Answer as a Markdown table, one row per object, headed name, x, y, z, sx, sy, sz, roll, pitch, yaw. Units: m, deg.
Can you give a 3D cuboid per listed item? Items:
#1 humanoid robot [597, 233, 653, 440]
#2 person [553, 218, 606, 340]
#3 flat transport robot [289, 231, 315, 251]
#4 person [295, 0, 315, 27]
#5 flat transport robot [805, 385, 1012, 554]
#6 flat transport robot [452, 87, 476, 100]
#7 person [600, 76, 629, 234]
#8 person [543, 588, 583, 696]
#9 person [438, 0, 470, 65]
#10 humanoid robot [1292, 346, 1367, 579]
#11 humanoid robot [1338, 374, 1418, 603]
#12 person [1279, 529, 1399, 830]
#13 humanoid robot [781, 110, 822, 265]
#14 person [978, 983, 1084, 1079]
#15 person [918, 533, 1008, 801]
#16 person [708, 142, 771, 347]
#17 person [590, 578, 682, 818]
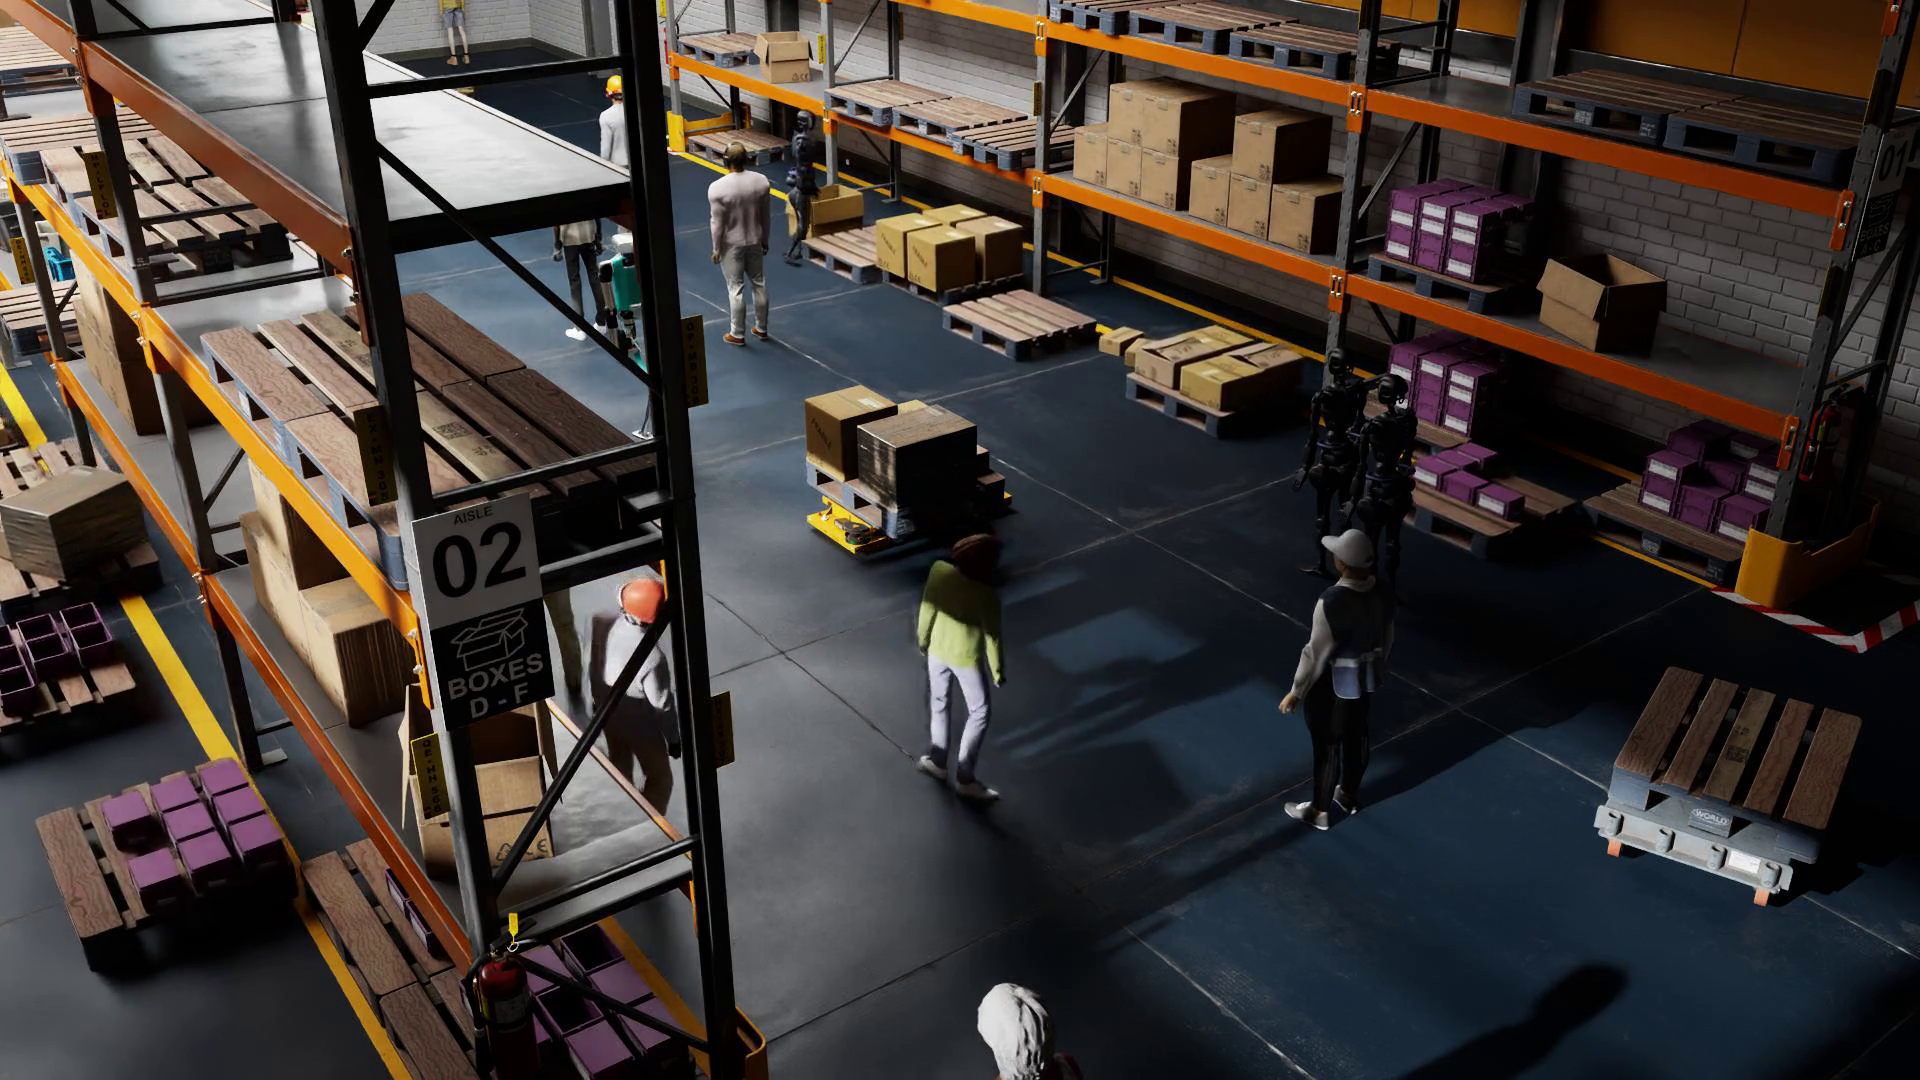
| name | x | y | z | sx | sy | sz | roll | pitch | yaw |
| --- | --- | --- | --- | --- | --- | --- | --- | --- | --- |
| humanoid robot | -2.493 | -1.584 | 13.355 | 0.533 | 1.677 | 0.735 | -18 | 32 | -32 |
| person | -3.637 | -2.834 | 15.843 | 0.508 | 1.872 | 0.329 | -18 | 32 | -32 |
| flat transport robot | -7.251 | -3.243 | 18.438 | 1.431 | 0.231 | 0.659 | 21 | 33 | 35 |
| person | -9.407 | -6.954 | 24.069 | 0.626 | 1.844 | 0.429 | -18 | 32 | -32 |
| flat transport robot | -0.370 | -0.266 | 12.517 | 1.431 | 0.231 | 0.659 | -18 | 32 | -32 |
| flat transport robot | -7.948 | -6.968 | 25.847 | 0.659 | 0.231 | 1.431 | -10 | 28 | -20 |
| person | -3.736 | -4.214 | 18.561 | 0.562 | 1.896 | 0.352 | -18 | 32 | -32 |
| person | -2.534 | 0.191 | 9.953 | 0.561 | 1.751 | 0.324 | -18 | 32 | -32 |
| person | -8.579 | -9.006 | 28.099 | 0.472 | 1.892 | 0.385 | -18 | 32 | -32 |
| humanoid robot | 2.578 | -0.546 | 11.490 | 0.599 | 1.657 | 0.315 | -18 | 32 | -32 |
| humanoid robot | 2.794 | -0.309 | 11.018 | 0.599 | 1.657 | 0.315 | -18 | 32 | -32 |
| person | 2.040 | 0.742 | 8.851 | 0.749 | 1.759 | 0.422 | -18 | 32 | -32 |
| humanoid robot | -1.734 | -3.833 | 18.052 | 0.405 | 1.641 | 0.588 | 5 | 27 | 9 |
| person | 0.187 | 2.265 | 5.725 | 0.509 | 1.846 | 0.341 | -18 | 32 | -32 |
| person | -0.004 | 0.653 | 9.211 | 0.597 | 1.596 | 0.317 | 18 | 32 | 32 |
| person | -2.061 | -2.779 | 15.659 | 0.630 | 1.940 | 0.373 | -18 | 32 | -32 |
| person | -1.688 | 0.905 | 8.596 | 0.661 | 1.701 | 0.328 | 23 | 34 | 37 |
